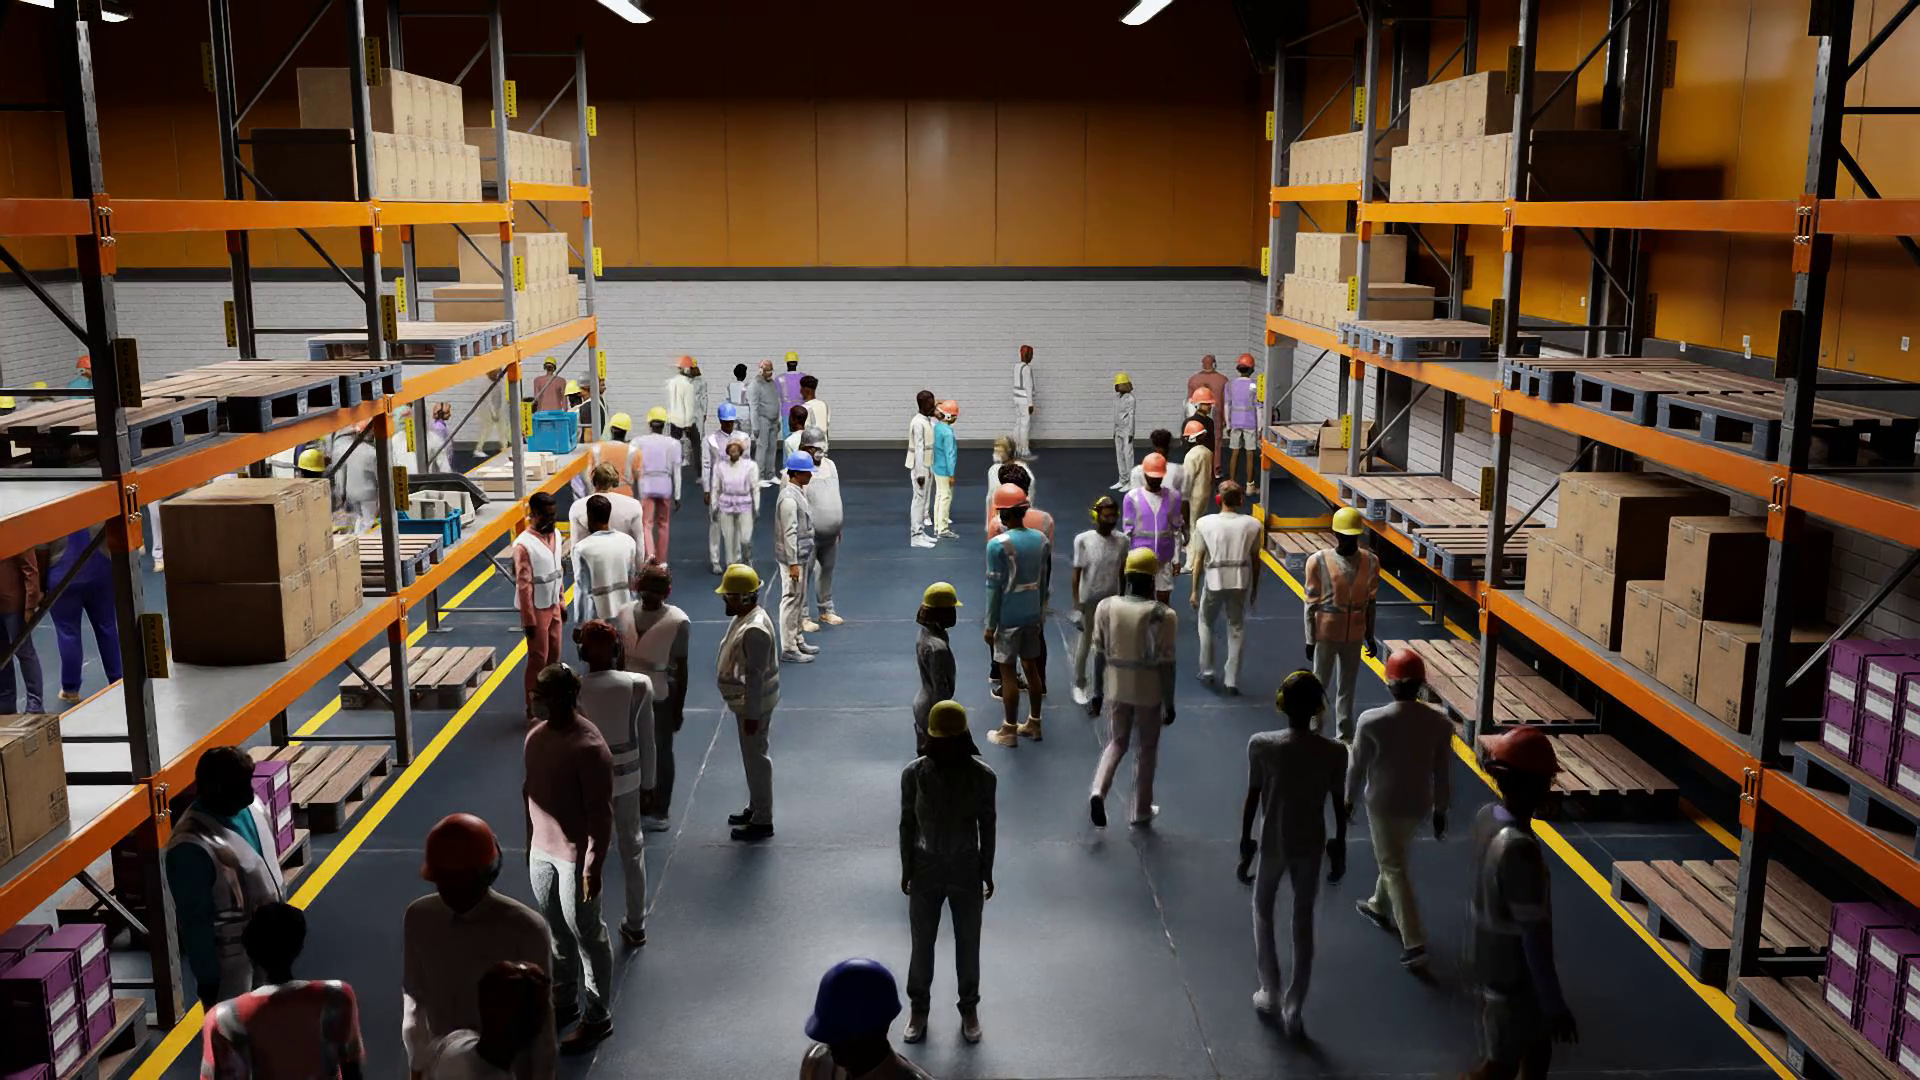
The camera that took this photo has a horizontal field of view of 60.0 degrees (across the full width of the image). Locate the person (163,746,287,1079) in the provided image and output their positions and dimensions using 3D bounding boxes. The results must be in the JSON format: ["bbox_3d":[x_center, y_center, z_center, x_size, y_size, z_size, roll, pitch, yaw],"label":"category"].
[{"bbox_3d":[-3.167,1.774,7.280,0.429,1.832,0.631,1,11,4],"label":"person"}]

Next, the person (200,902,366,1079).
[{"bbox_3d":[-2.463,2.103,6.069,0.543,1.645,0.854,-7,13,-31],"label":"person"}]

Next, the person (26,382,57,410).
[{"bbox_3d":[-12.847,-1.381,23.429,0.496,1.690,0.905,-6,13,-28],"label":"person"}]

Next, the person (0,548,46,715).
[{"bbox_3d":[-7.596,0.509,13.199,0.622,1.990,0.389,4,12,17],"label":"person"}]

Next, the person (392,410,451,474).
[{"bbox_3d":[-6.146,-0.577,19.030,0.755,1.840,1.012,0,11,0],"label":"person"}]

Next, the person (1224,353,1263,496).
[{"bbox_3d":[4.096,-1.659,23.932,0.607,2.048,0.365,7,13,33],"label":"person"}]

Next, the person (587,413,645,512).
[{"bbox_3d":[-3.767,-0.453,18.280,0.615,1.883,0.861,-1,11,-4],"label":"person"}]

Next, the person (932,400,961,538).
[{"bbox_3d":[-0.162,-0.886,20.848,0.354,1.736,0.575,-3,12,-17],"label":"person"}]

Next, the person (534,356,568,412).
[{"bbox_3d":[-6.582,-2.079,26.784,0.534,1.756,0.342,-2,11,-10],"label":"person"}]

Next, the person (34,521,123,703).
[{"bbox_3d":[-7.413,0.334,13.957,0.673,2.000,0.536,-9,15,-39],"label":"person"}]

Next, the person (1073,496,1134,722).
[{"bbox_3d":[1.133,0.534,13.537,0.534,1.815,0.997,-3,12,-12],"label":"person"}]

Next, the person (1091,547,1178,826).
[{"bbox_3d":[1.124,1.003,10.972,0.593,1.897,0.677,7,13,30],"label":"person"}]

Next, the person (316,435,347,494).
[{"bbox_3d":[-9.052,-1.463,23.870,0.570,1.675,0.525,3,12,17],"label":"person"}]

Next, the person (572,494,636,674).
[{"bbox_3d":[-2.757,0.595,13.001,0.391,1.905,0.599,8,14,34],"label":"person"}]

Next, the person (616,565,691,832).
[{"bbox_3d":[-2.058,1.035,11.037,0.703,1.813,0.385,7,13,30],"label":"person"}]

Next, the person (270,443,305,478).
[{"bbox_3d":[-7.767,-0.615,19.248,0.584,1.833,0.434,7,13,32],"label":"person"}]

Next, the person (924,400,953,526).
[{"bbox_3d":[-0.300,-1.014,21.724,0.513,1.641,0.309,-7,13,-31],"label":"person"}]

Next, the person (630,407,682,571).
[{"bbox_3d":[-3.439,-0.539,18.734,0.647,1.882,0.778,-2,11,-8],"label":"person"}]

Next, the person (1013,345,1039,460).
[{"bbox_3d":[1.067,-2.264,27.375,0.356,1.887,0.572,-4,12,-20],"label":"person"}]

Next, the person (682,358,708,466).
[{"bbox_3d":[-4.275,-2.037,26.597,0.484,1.744,0.295,1,11,7],"label":"person"}]

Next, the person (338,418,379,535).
[{"bbox_3d":[-6.828,-0.548,19.174,0.583,1.722,0.482,4,12,20],"label":"person"}]

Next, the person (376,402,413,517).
[{"bbox_3d":[-7.043,-1.003,20.998,0.629,1.907,0.669,-5,12,-25],"label":"person"}]

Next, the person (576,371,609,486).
[{"bbox_3d":[-4.816,-1.172,21.511,0.538,2.000,0.684,0,11,0],"label":"person"}]

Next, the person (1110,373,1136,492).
[{"bbox_3d":[2.377,-1.579,24.330,0.324,1.732,0.491,-6,13,-27],"label":"person"}]

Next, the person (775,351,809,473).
[{"bbox_3d":[-2.595,-1.973,25.833,0.585,1.919,0.380,-4,12,-17],"label":"person"}]

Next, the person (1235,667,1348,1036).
[{"bbox_3d":[1.665,1.543,8.370,0.571,1.849,0.545,1,11,4],"label":"person"}]

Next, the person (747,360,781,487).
[{"bbox_3d":[-2.876,-1.730,24.690,0.401,1.894,0.653,5,12,25],"label":"person"}]

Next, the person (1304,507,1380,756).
[{"bbox_3d":[2.849,0.698,12.415,0.589,1.928,0.384,-2,12,-12],"label":"person"}]

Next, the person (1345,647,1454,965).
[{"bbox_3d":[2.441,1.445,9.223,0.559,1.714,0.901,-3,12,-16],"label":"person"}]

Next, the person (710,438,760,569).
[{"bbox_3d":[-2.470,-0.319,18.267,0.548,1.619,0.388,0,11,-1],"label":"person"}]

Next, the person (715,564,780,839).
[{"bbox_3d":[-1.395,1.050,10.930,0.404,1.824,0.586,-3,12,-16],"label":"person"}]

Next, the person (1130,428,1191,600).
[{"bbox_3d":[1.986,-0.142,16.605,0.626,1.942,0.786,3,12,13],"label":"person"}]
